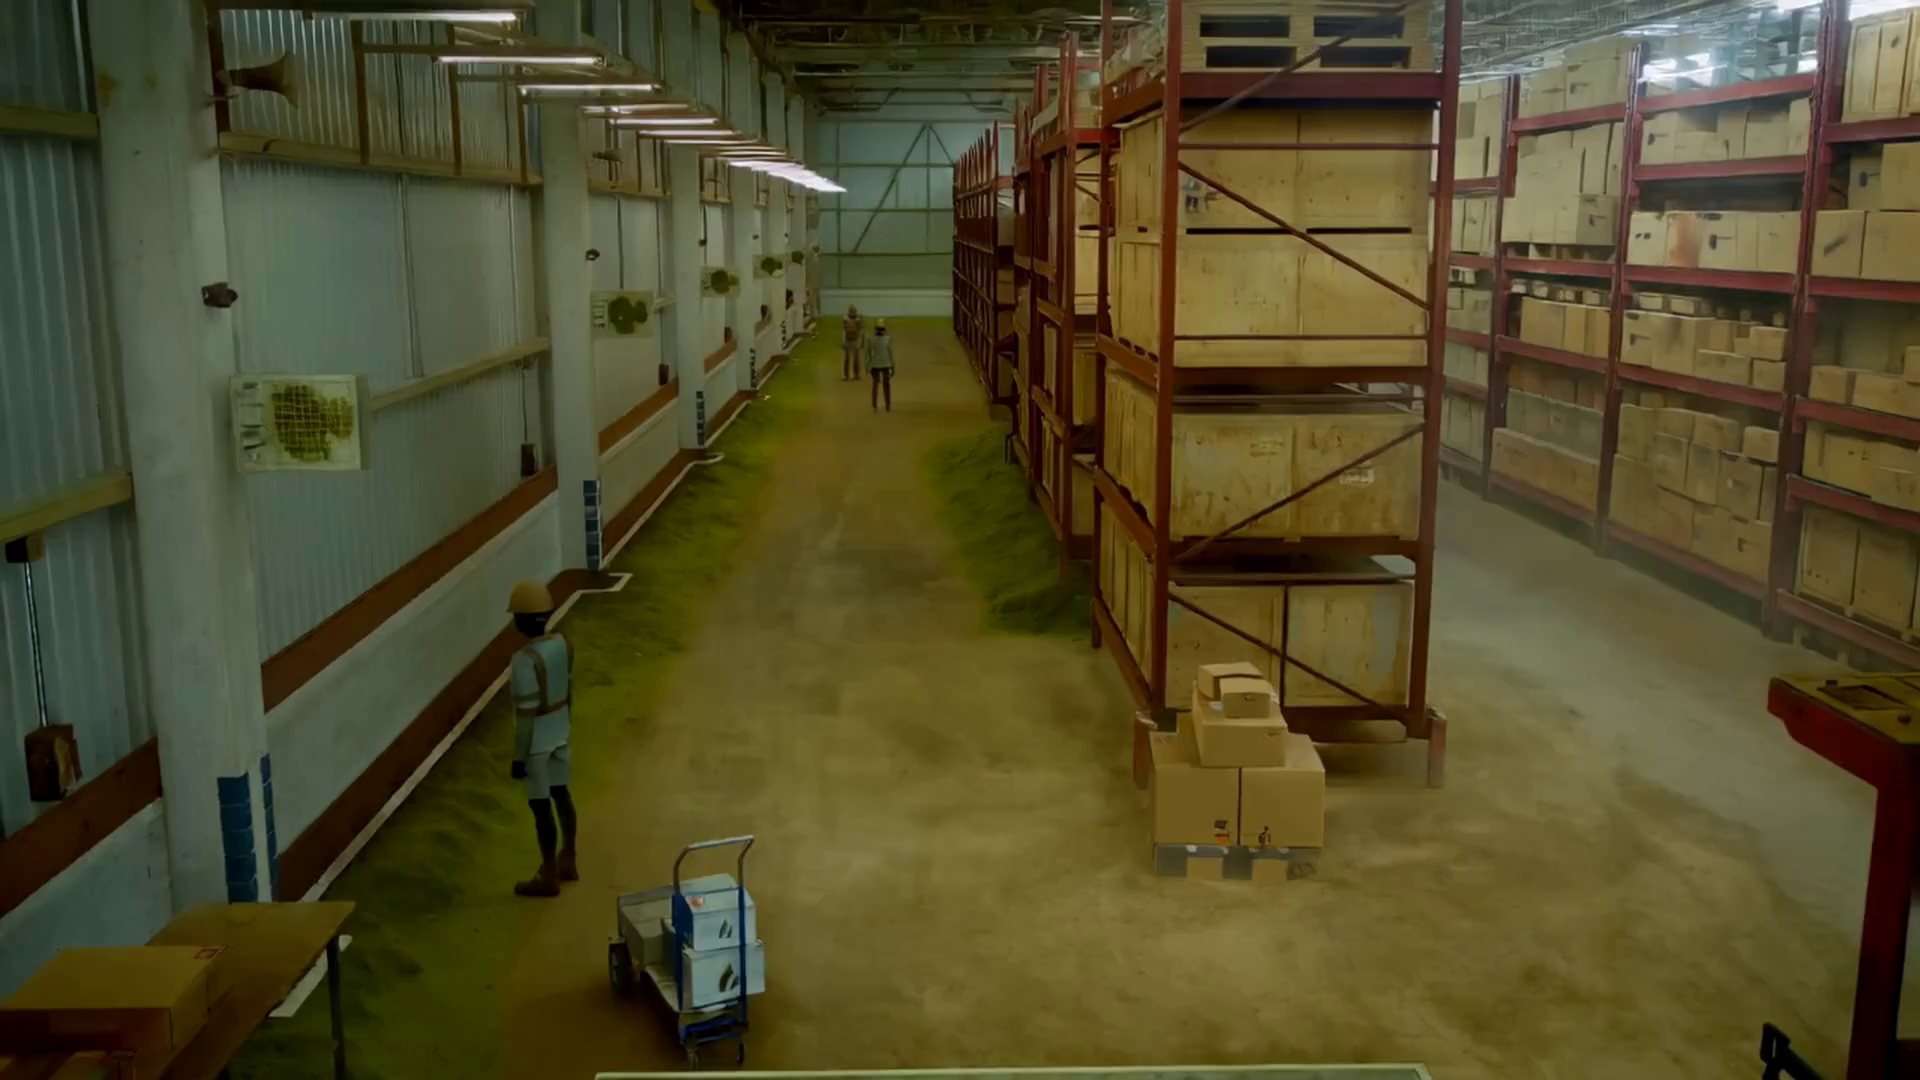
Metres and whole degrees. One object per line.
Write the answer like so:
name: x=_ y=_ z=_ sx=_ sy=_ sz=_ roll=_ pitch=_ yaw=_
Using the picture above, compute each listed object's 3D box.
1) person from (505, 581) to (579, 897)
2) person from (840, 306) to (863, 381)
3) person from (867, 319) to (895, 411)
person: x=-2.549 y=1.198 z=10.069 sx=0.362 sy=1.939 sz=0.542 roll=4 pitch=11 yaw=18
person: x=-2.771 y=-5.023 z=42.515 sx=0.588 sy=1.913 sz=0.397 roll=-6 pitch=12 yaw=-28
person: x=-1.683 y=-3.750 z=35.705 sx=0.620 sy=1.985 sz=0.406 roll=-3 pitch=11 yaw=-15
